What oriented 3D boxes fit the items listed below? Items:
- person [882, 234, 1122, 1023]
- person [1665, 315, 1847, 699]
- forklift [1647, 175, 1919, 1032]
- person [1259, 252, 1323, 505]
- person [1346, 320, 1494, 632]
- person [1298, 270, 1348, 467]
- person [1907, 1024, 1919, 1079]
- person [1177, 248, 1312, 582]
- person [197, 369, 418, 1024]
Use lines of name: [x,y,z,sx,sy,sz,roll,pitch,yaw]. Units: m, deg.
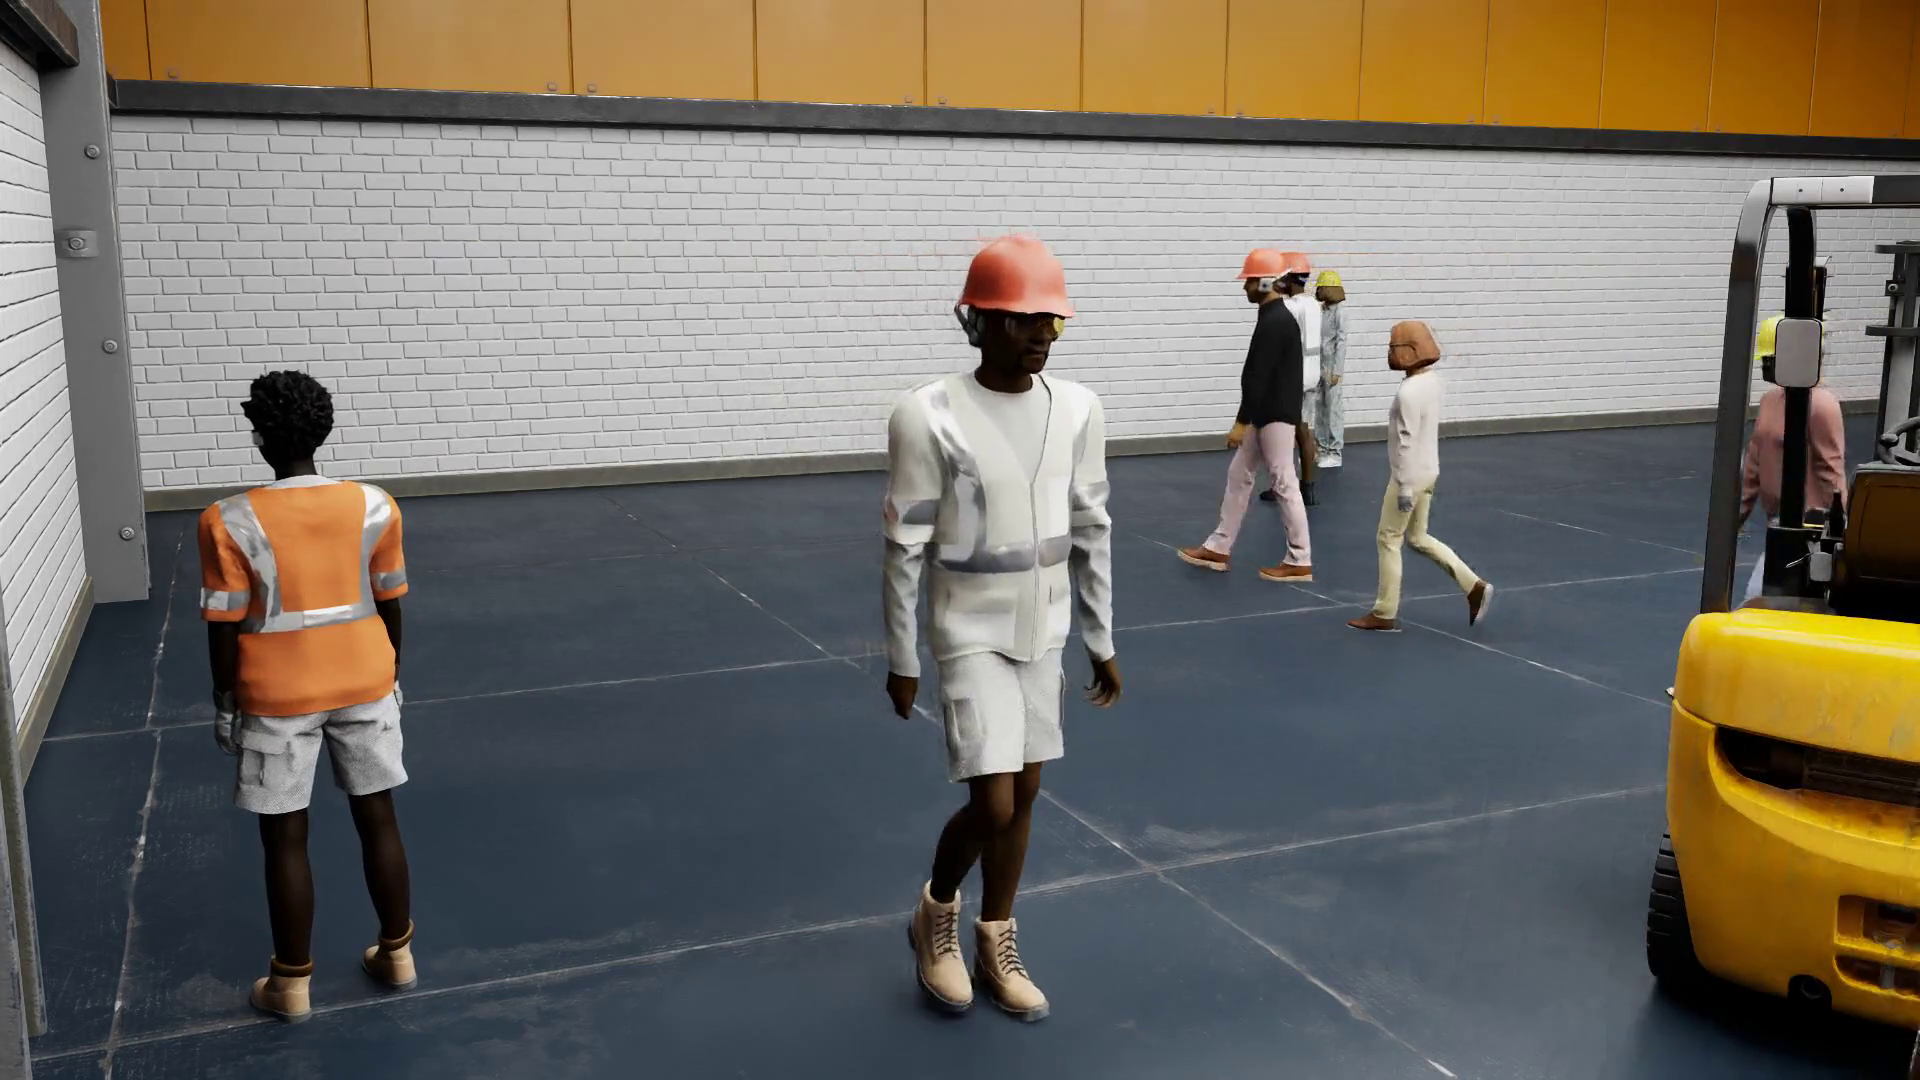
person: [0.122,0.252,4.242,0.603,2.028,0.433,-7,12,-34]
person: [3.605,-0.120,7.189,0.968,1.708,0.538,0,10,1]
forklift: [2.810,0.094,4.662,1.214,2.155,2.313,7,12,34]
person: [2.496,-1.216,12.634,0.552,1.914,0.584,8,13,38]
person: [2.354,-0.306,8.448,0.643,1.613,0.508,6,12,31]
person: [3.254,-1.521,14.805,0.294,1.744,0.487,-3,11,-18]
person: [1.343,0.775,1.976,1.021,1.809,0.542,10,14,44]
person: [1.690,-0.725,9.835,0.923,1.959,0.616,2,10,10]
person: [-1.688,0.404,4.348,0.533,1.691,0.321,-9,14,-41]
